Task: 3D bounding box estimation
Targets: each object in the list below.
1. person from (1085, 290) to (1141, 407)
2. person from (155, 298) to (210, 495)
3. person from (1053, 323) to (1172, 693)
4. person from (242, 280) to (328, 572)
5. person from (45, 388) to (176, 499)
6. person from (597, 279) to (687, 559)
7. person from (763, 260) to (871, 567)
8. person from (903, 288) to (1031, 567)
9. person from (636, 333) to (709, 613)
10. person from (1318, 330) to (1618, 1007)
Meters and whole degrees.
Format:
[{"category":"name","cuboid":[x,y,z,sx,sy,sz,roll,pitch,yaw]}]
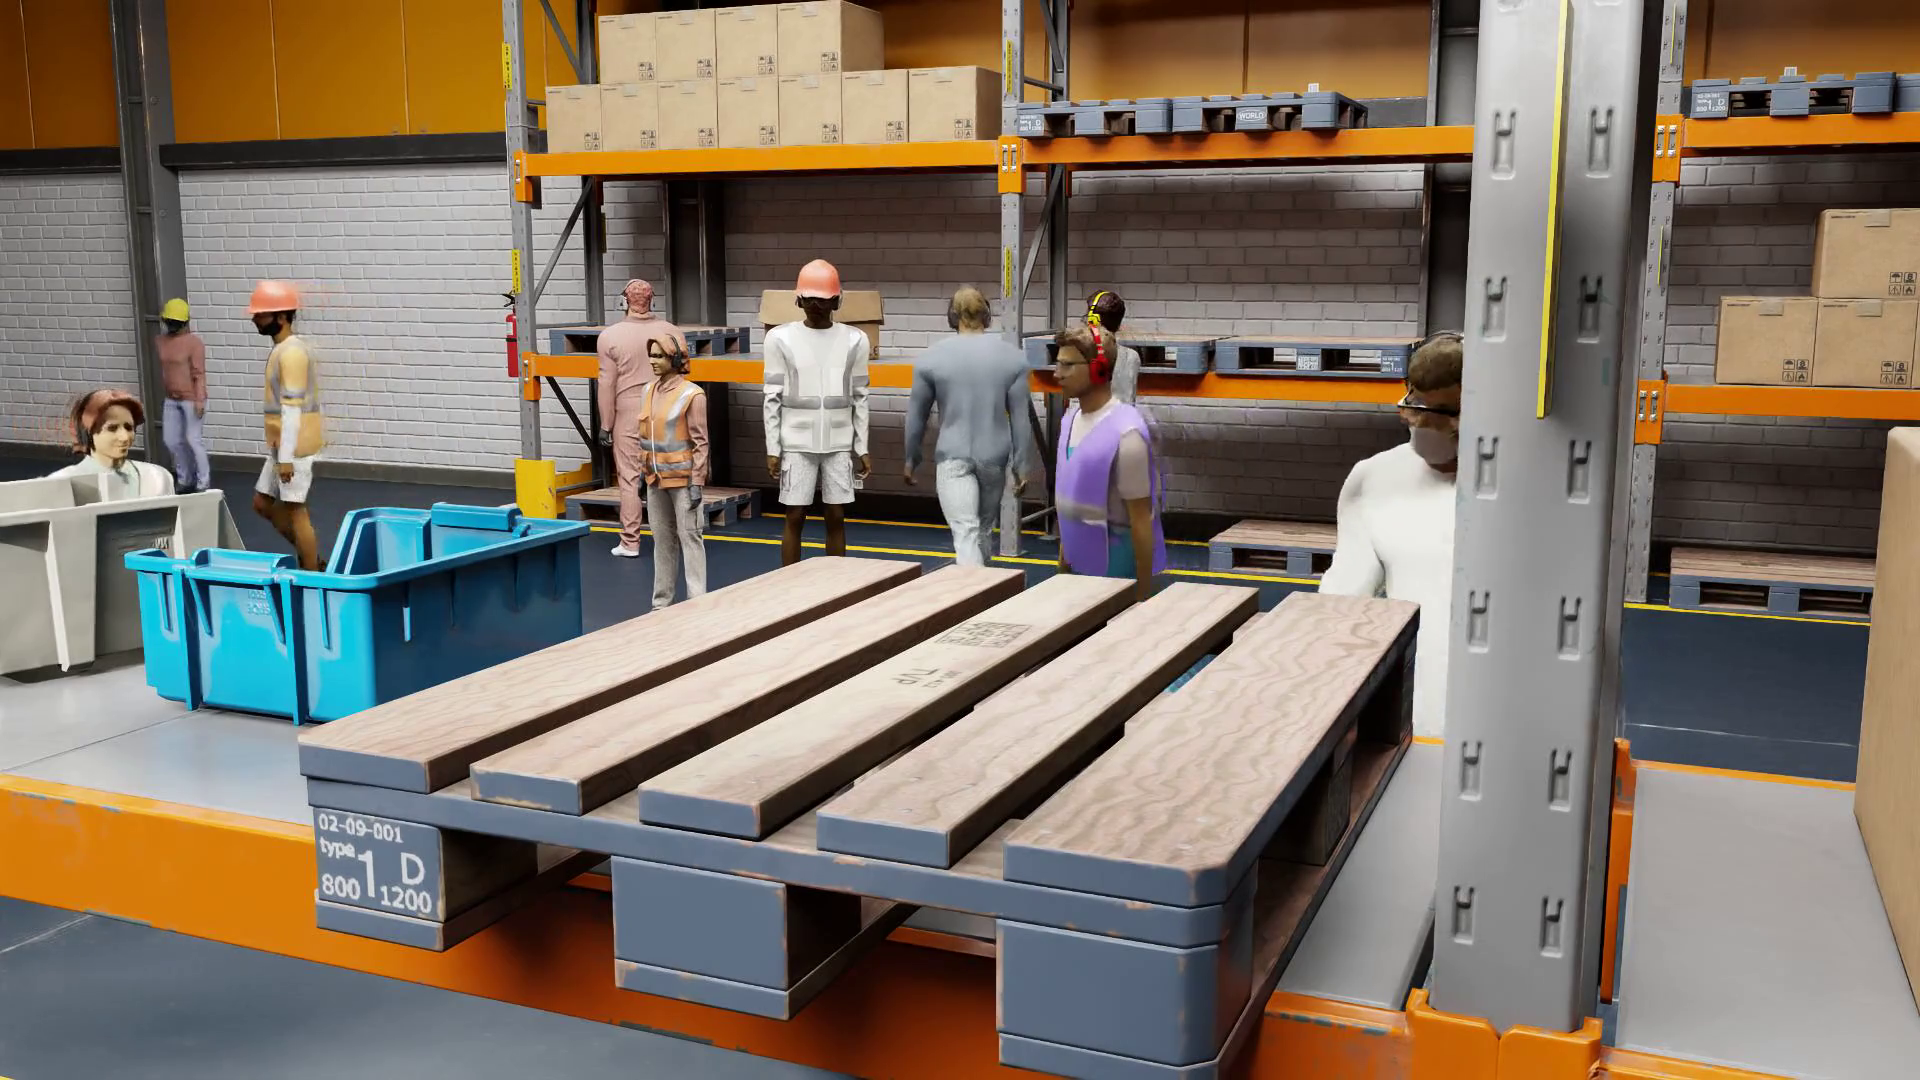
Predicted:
[{"category":"person","cuboid":[0.786,-0.436,9.198,0.317,1.870,0.531,8,12,40]},{"category":"person","cuboid":[-6.577,-1.185,14.092,0.554,1.722,0.455,3,10,20]},{"category":"person","cuboid":[0.605,0.115,6.075,0.837,1.820,0.579,-3,10,-16]},{"category":"person","cuboid":[-3.971,-0.559,9.783,0.408,1.918,0.565,-5,11,-28]},{"category":"person","cuboid":[-2.862,0.295,5.577,0.632,1.621,0.525,5,11,27]},{"category":"person","cuboid":[-2.188,-0.827,11.427,0.643,1.909,0.410,-6,11,-31]},{"category":"person","cuboid":[-0.785,-0.529,9.262,0.605,2.035,0.392,-3,10,-15]},{"category":"person","cuboid":[0.038,-0.420,9.067,0.656,1.872,1.045,-2,10,-10]},{"category":"person","cuboid":[-1.575,-0.309,9.115,0.514,1.642,0.310,8,12,38]},{"category":"person","cuboid":[1.130,0.453,3.888,1.045,1.873,0.694,-8,12,-40]}]
